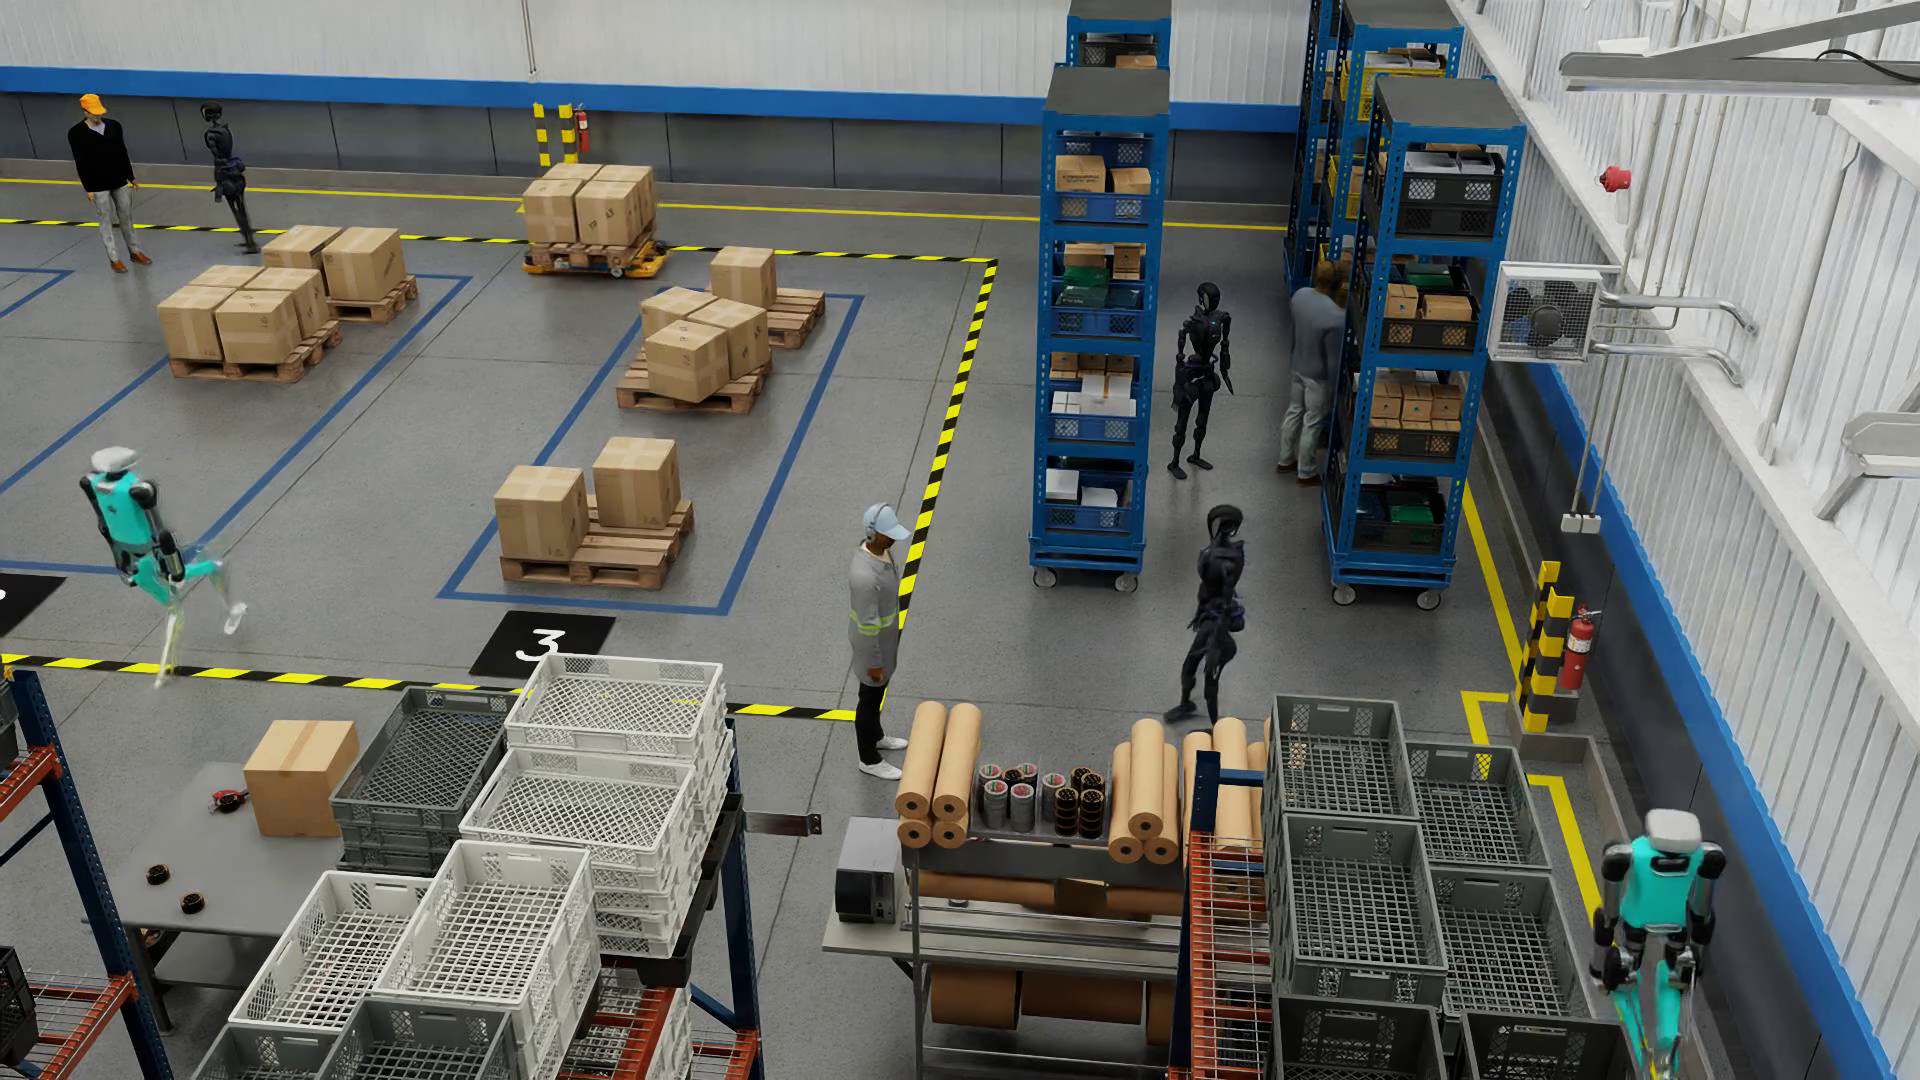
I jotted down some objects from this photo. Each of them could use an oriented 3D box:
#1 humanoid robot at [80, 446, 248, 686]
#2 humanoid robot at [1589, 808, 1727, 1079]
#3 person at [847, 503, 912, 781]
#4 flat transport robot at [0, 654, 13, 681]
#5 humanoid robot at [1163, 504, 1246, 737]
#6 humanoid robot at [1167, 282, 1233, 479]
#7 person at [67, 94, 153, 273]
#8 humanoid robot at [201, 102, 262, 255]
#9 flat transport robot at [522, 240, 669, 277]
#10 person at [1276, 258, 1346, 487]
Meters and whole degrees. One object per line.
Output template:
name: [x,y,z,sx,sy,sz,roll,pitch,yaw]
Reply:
humanoid robot: [-5.257,0.066,11.174,0.531,1.787,1.047,9,31,16]
humanoid robot: [3.188,2.148,7.589,0.568,1.819,0.810,1,30,2]
person: [-0.476,0.597,10.079,0.396,1.848,0.587,3,30,5]
flat transport robot: [-7.142,0.969,11.010,1.431,0.231,0.659,3,30,6]
humanoid robot: [1.543,0.540,10.347,0.412,1.652,0.593,-2,30,-4]
humanoid robot: [1.956,-1.311,13.511,0.599,1.657,0.315,-18,35,-28]
person: [-8.981,-3.776,17.561,0.379,1.878,0.584,19,35,29]
humanoid robot: [-7.877,-3.897,18.008,0.498,1.669,0.604,-2,30,-4]
flat transport robot: [-3.921,-3.063,17.907,1.431,0.197,0.652,3,30,6]
person: [2.840,-1.334,13.320,0.370,1.934,0.628,-13,33,-21]
